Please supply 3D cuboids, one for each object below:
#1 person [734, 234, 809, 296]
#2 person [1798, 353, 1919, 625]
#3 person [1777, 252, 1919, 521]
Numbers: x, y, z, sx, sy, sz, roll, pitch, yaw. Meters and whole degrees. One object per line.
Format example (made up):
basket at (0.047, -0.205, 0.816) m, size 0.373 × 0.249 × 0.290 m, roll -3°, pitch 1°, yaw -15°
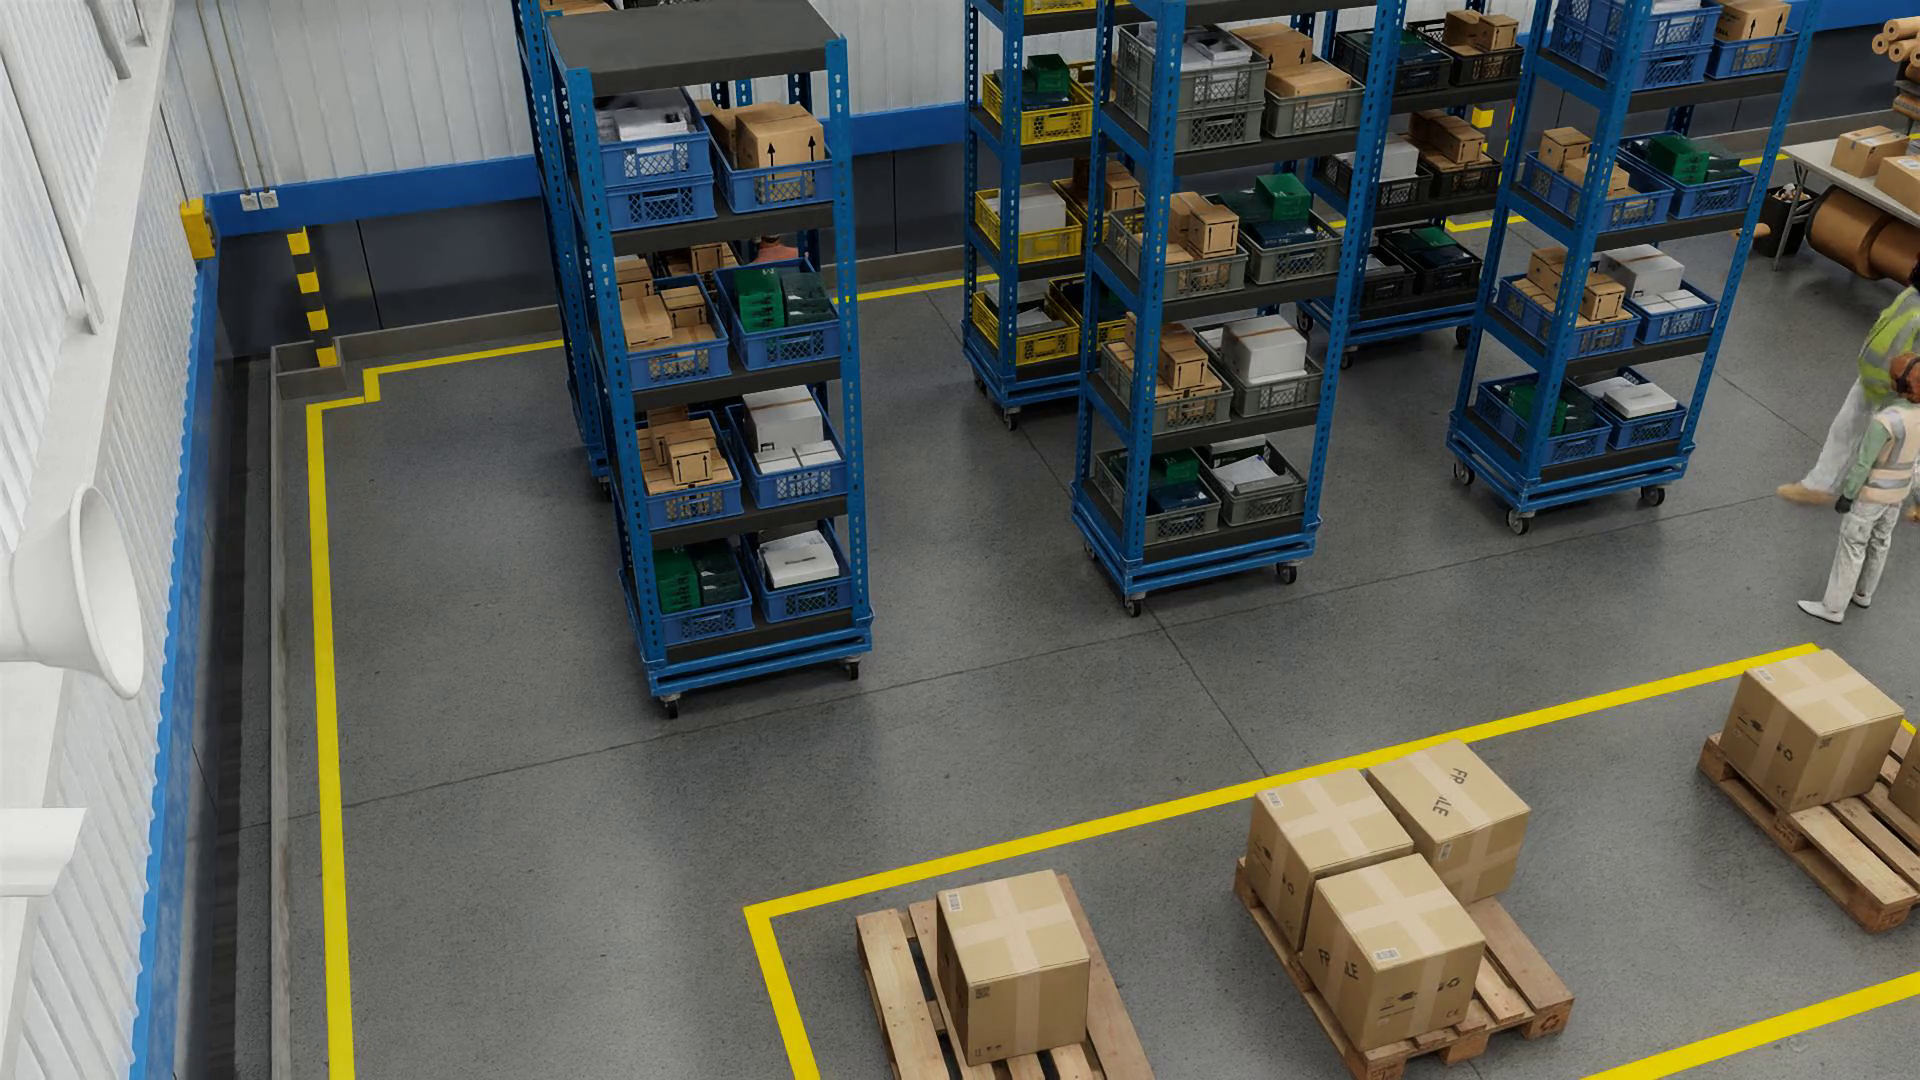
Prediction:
person at (-1.140, -1.173, 10.223) m, size 0.413 × 1.984 × 0.624 m, roll 30°, pitch 45°, yaw 35°
person at (5.100, -0.282, 9.261) m, size 0.510 × 1.630 × 0.318 m, roll -21°, pitch 40°, yaw -27°
person at (5.668, -0.917, 10.017) m, size 0.856 × 1.807 × 0.637 m, roll 7°, pitch 36°, yaw 10°
